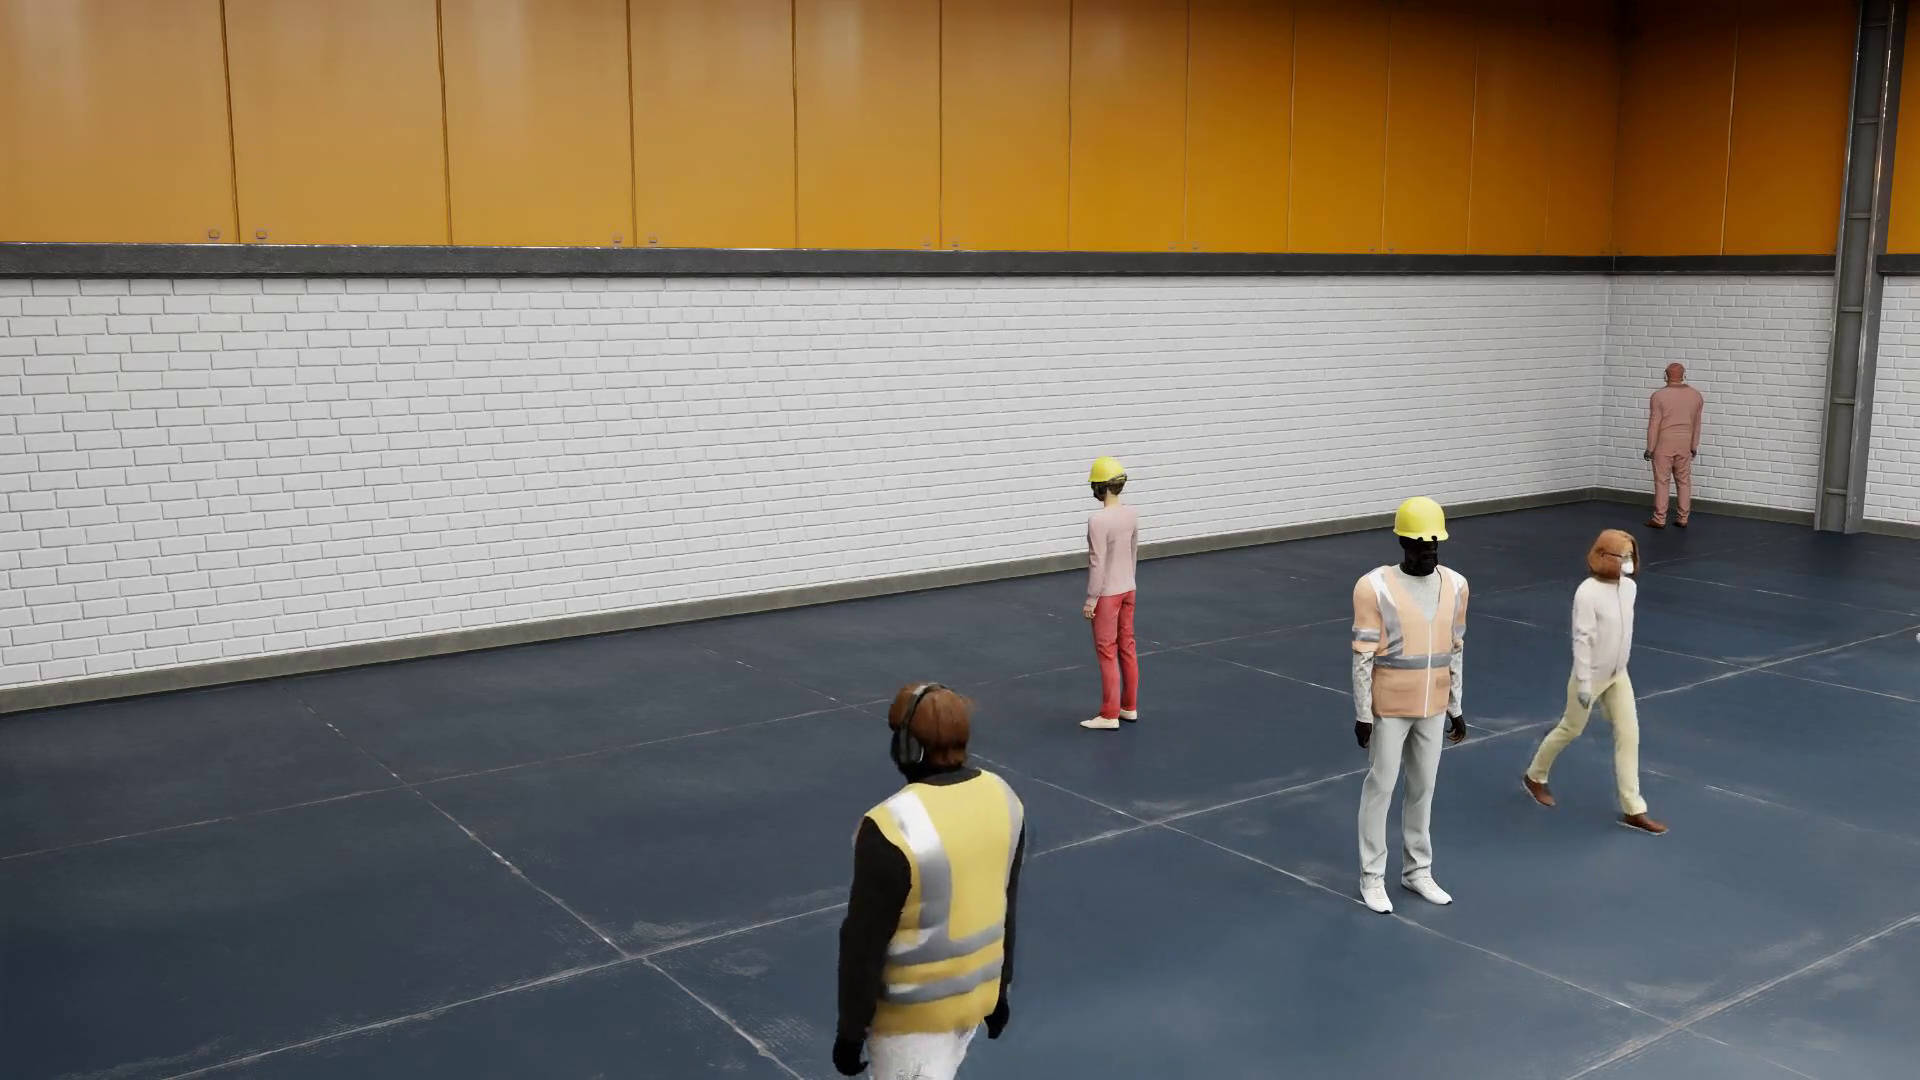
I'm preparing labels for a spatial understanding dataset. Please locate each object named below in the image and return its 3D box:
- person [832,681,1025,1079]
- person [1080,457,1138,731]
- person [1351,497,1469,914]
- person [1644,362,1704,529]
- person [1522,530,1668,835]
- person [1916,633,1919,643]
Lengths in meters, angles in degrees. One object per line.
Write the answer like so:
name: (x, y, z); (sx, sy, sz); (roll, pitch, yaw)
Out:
person: (-0.037, 1.301, 4.666); (0.820, 1.821, 0.630); (7, 12, 37)
person: (0.952, 0.343, 10.723); (0.330, 1.765, 0.533); (7, 11, 36)
person: (2.085, 0.753, 7.689); (0.588, 1.927, 0.370); (-3, 10, -19)
person: (8.139, -1.077, 19.049); (0.645, 1.905, 0.400); (-1, 9, -8)
person: (3.403, 0.717, 8.922); (0.519, 1.594, 0.844); (-6, 11, -31)
person: (7.792, -0.042, 12.900); (0.654, 1.821, 0.675); (-1, 9, -6)
